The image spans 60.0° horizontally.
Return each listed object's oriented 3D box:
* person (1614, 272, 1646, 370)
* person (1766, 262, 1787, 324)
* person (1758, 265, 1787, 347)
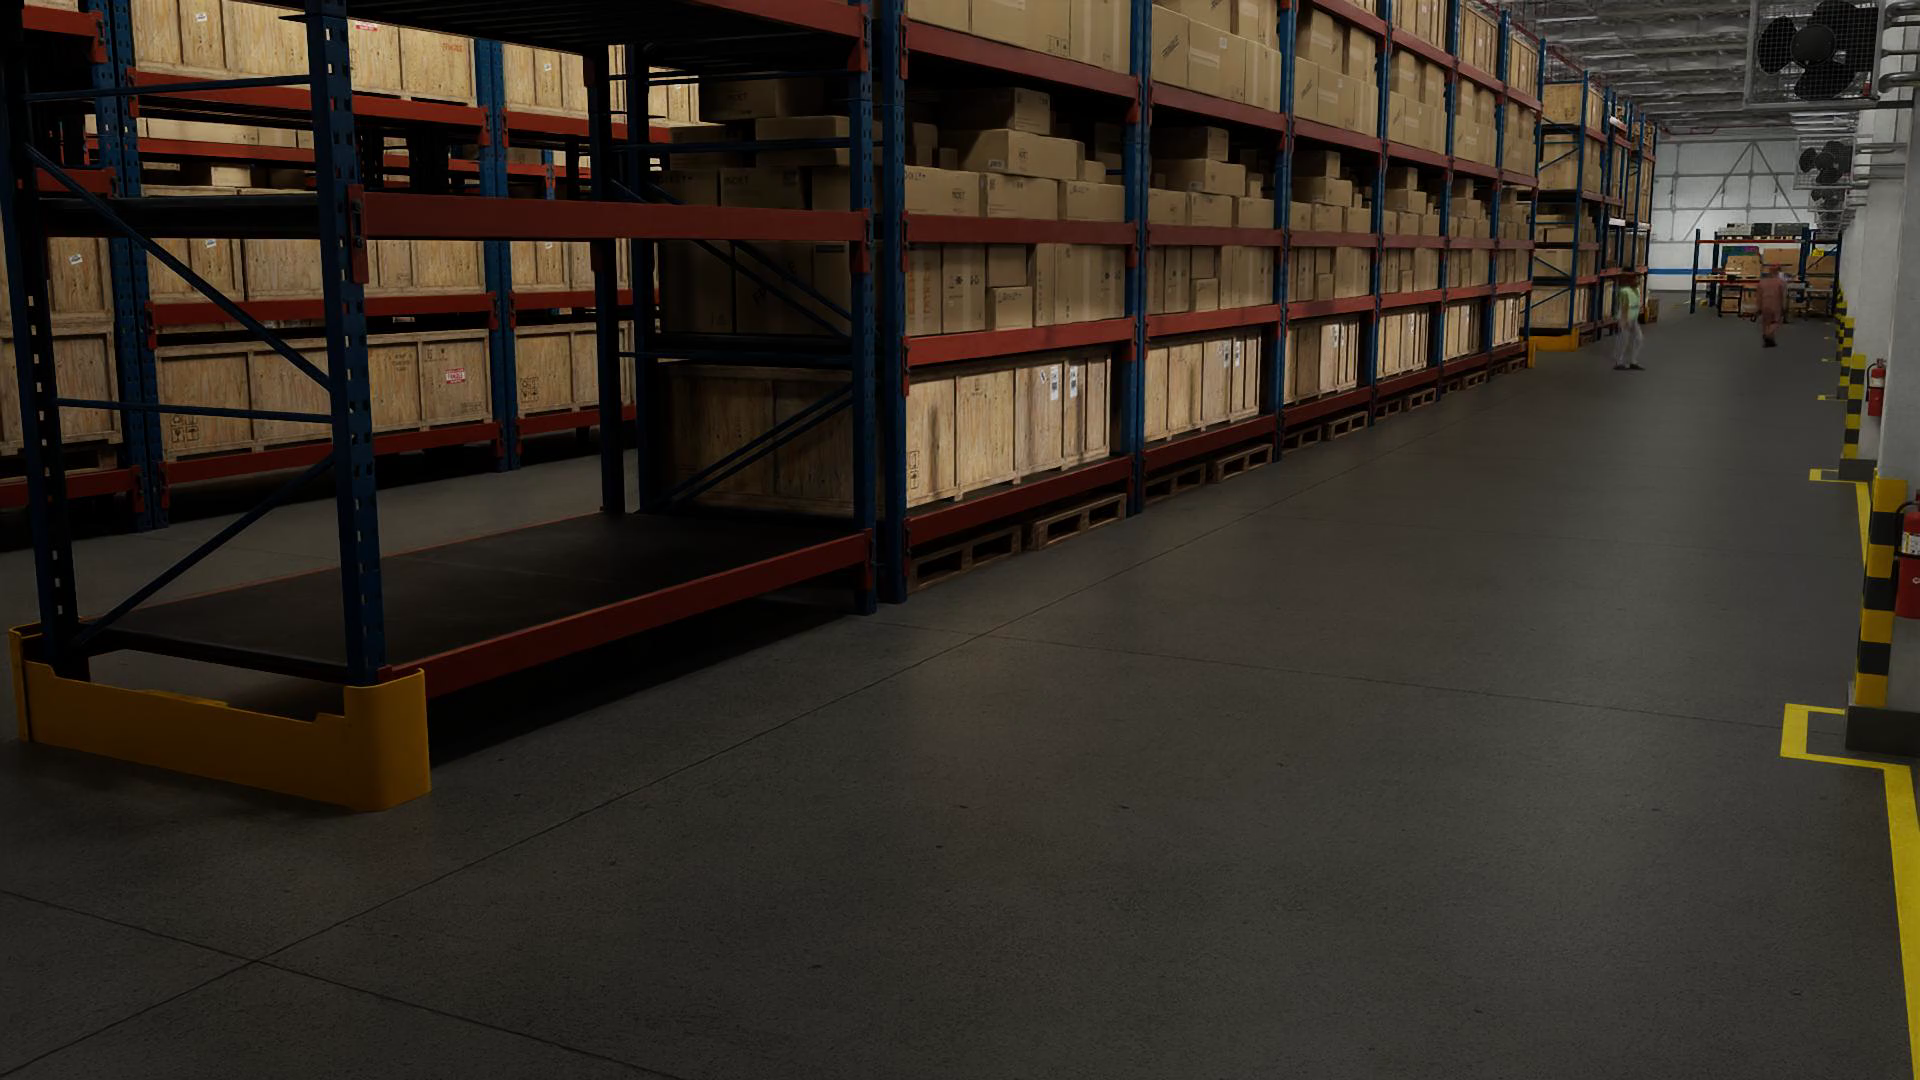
[{"bbox_3d":[12.467,-4.039,30.771,0.602,1.819,0.681,-9,13,-42],"label":"person"},{"bbox_3d":[25.052,-7.572,51.061,0.656,1.887,0.498,0,10,1],"label":"person"},{"bbox_3d":[18.676,-5.367,38.251,0.417,1.894,0.678,-7,12,-36],"label":"person"}]
